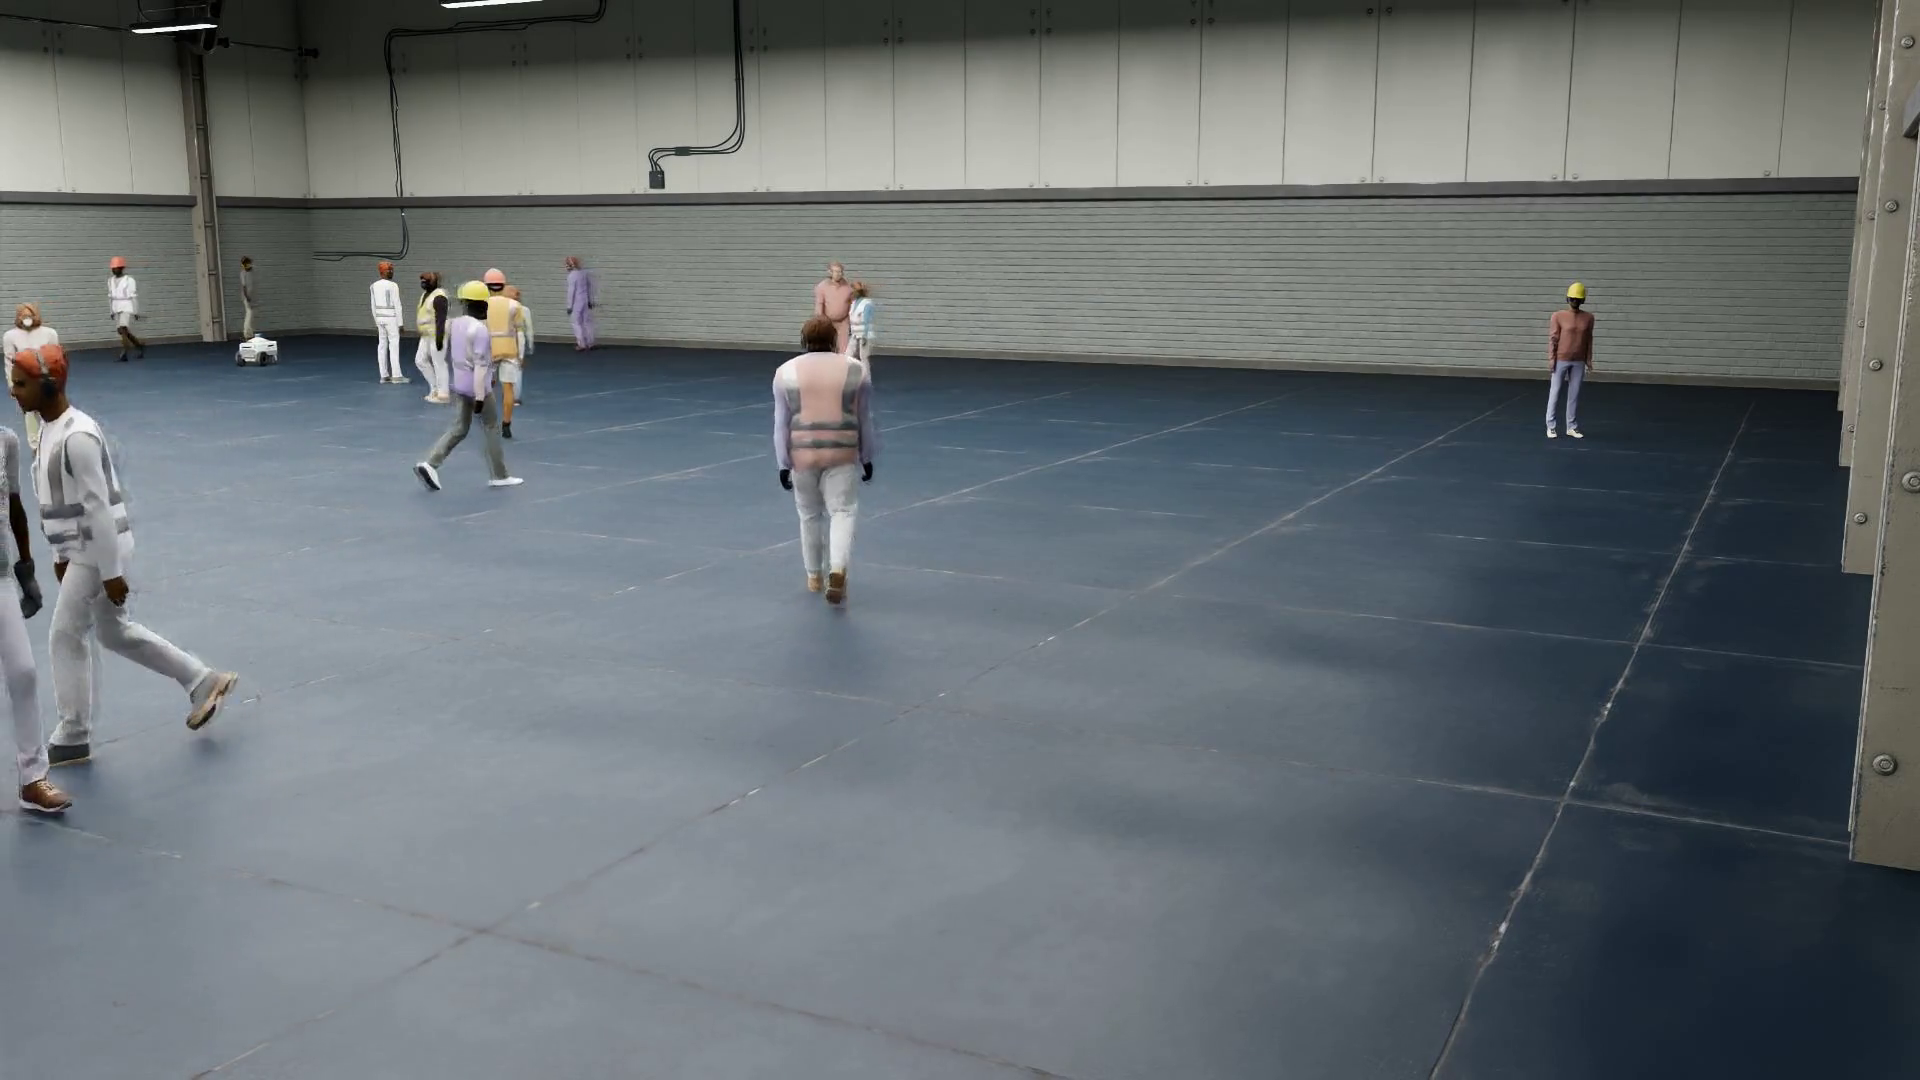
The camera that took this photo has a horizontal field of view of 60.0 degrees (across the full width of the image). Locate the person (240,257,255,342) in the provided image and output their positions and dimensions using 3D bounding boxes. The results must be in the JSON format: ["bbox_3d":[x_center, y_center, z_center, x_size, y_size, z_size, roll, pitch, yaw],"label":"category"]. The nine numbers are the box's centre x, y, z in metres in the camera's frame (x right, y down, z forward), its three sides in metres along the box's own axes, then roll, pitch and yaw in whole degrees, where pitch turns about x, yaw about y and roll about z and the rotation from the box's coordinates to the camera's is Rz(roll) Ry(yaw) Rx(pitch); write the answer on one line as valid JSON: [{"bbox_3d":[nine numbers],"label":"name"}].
[{"bbox_3d":[-15.391,-5.217,36.091,0.343,1.833,0.660,-1,10,-3],"label":"person"}]

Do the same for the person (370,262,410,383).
[{"bbox_3d":[-8.893,-3.379,25.904,0.575,1.882,0.355,5,12,26],"label":"person"}]

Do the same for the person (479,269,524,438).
[{"bbox_3d":[-5.282,-2.138,19.062,0.552,1.911,0.748,-3,11,-16],"label":"person"}]

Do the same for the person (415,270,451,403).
[{"bbox_3d":[-7.211,-2.774,22.754,0.465,1.825,0.660,-8,13,-37],"label":"person"}]

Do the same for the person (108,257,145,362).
[{"bbox_3d":[-15.268,-4.222,30.439,0.553,1.915,0.826,3,11,15],"label":"person"}]

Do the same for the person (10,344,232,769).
[{"bbox_3d":[-3.748,0.047,7.356,0.855,1.851,0.612,-7,13,-35],"label":"person"}]

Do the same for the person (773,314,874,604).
[{"bbox_3d":[-0.855,-0.512,10.472,0.627,1.820,0.846,-1,10,-3],"label":"person"}]

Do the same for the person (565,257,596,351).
[{"bbox_3d":[-7.605,-4.717,33.246,0.428,1.870,0.804,3,11,17],"label":"person"}]

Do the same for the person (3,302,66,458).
[{"bbox_3d":[-9.573,-1.654,17.231,0.557,1.612,0.380,-6,12,-30],"label":"person"}]

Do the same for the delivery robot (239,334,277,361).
[{"bbox_3d":[-12.371,-3.389,29.322,0.477,0.478,0.707,2,11,10],"label":"delivery robot"}]

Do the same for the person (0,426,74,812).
[{"bbox_3d":[-3.843,0.193,6.523,0.824,1.837,0.572,9,14,41],"label":"person"}]

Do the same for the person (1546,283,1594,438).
[{"bbox_3d":[6.930,-2.028,18.869,0.523,1.763,0.329,-1,10,-6],"label":"person"}]

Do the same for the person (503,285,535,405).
[{"bbox_3d":[-6.064,-2.653,22.654,0.535,1.611,0.604,-1,10,-5],"label":"person"}]

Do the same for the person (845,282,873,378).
[{"bbox_3d":[-1.464,-2.943,24.240,0.375,1.625,0.516,-7,13,-35],"label":"person"}]

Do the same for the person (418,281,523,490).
[{"bbox_3d":[-4.454,-1.390,15.035,0.585,1.899,0.902,9,14,42],"label":"person"}]

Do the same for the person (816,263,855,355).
[{"bbox_3d":[-1.947,-3.418,26.206,0.637,1.851,1.013,-1,10,-7],"label":"person"}]
